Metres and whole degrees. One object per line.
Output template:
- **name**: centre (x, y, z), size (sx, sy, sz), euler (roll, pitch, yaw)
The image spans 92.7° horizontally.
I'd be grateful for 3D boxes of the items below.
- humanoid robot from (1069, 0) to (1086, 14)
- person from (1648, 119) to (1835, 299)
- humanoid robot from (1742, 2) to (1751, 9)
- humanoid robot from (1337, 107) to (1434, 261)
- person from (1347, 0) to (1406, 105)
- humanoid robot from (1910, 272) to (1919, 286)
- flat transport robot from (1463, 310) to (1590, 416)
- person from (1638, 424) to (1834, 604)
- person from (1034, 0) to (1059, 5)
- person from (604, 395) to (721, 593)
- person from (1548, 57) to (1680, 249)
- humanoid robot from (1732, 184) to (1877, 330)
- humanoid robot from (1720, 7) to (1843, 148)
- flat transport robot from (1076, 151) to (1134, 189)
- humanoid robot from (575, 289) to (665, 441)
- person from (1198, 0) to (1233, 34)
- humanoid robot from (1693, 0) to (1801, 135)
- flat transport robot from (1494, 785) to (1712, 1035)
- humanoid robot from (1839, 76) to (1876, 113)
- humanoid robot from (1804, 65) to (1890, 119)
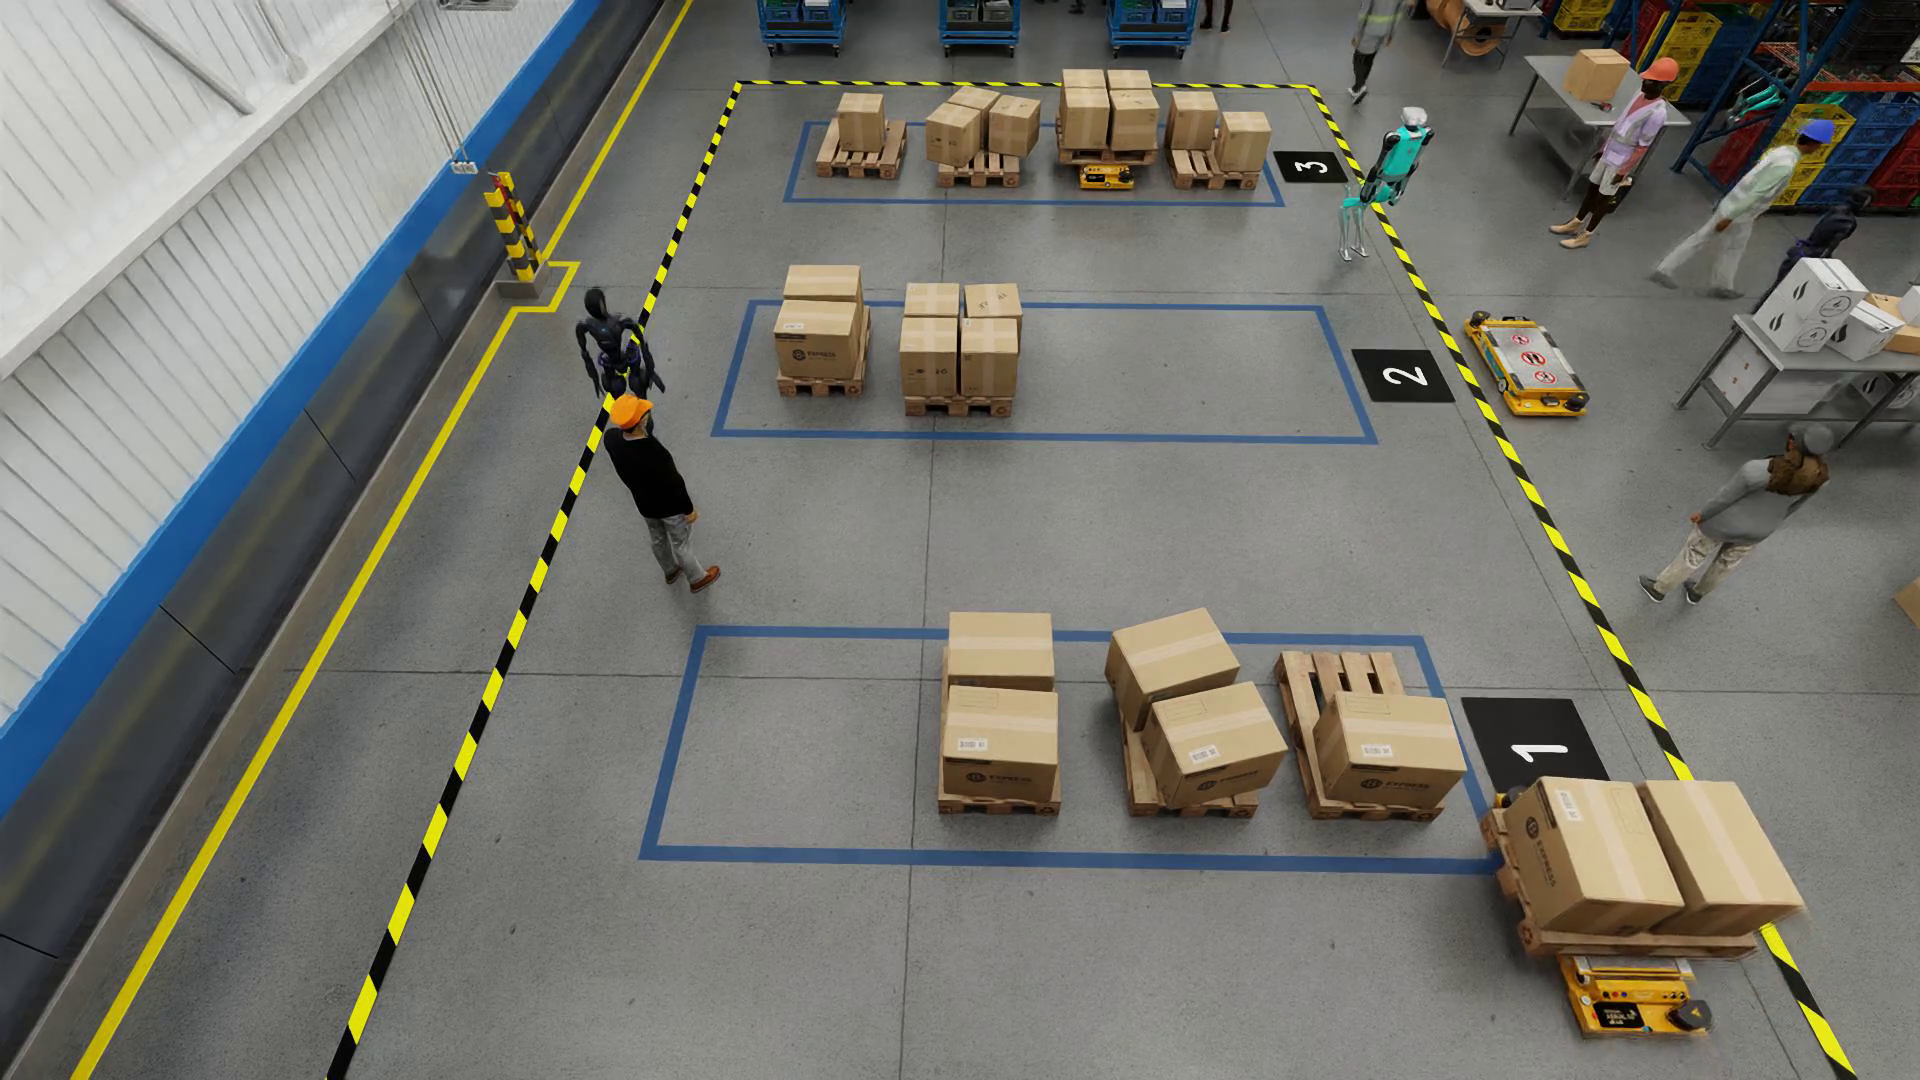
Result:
- **humanoid robot**: centre (1.951, -9.393, 14.726), size (0.327, 1.647, 0.601), euler (8, 50, 7)
- **person**: centre (8.064, -3.362, 9.382), size (1.003, 1.862, 0.617), euler (19, 52, 16)
- **humanoid robot**: centre (13.143, -9.573, 14.907), size (0.455, 1.640, 0.613), euler (37, 58, 27)
- **humanoid robot**: centre (4.431, -3.844, 9.804), size (0.533, 1.672, 0.735), euler (-13, 50, -11)
- **person**: centre (5.658, -6.885, 12.455), size (0.588, 1.838, 0.640), euler (-2, 49, -1)
- **humanoid robot**: centre (10.567, -3.353, 9.396), size (0.533, 1.696, 0.723), euler (4, 49, 4)
- **flat transport robot**: centre (5.573, -1.757, 9.054), size (0.659, 0.231, 1.431), euler (1, 49, 1)
- **person**: centre (5.665, -0.137, 6.659), size (0.560, 1.768, 0.398), euler (5, 49, 5)
- **person**: centre (1.467, -9.832, 14.941), size (0.627, 1.937, 0.377), euler (-15, 51, -12)
- **person**: centre (-2.199, -0.304, 6.728), size (0.587, 1.885, 0.361), euler (21, 52, 17)
- **person**: centre (7.123, -4.161, 9.962), size (0.375, 2.045, 0.604), euler (3, 49, 3)
- **humanoid robot**: centre (8.199, -2.655, 8.898), size (0.329, 1.659, 0.600), euler (18, 52, 15)
- **humanoid robot**: centre (10.140, -5.711, 11.467), size (0.692, 1.742, 0.530), euler (8, 50, 7)
- **flat transport robot**: centre (1.845, -4.982, 11.827), size (0.652, 0.197, 1.431), euler (1, 49, 1)
- **humanoid robot**: centre (-2.873, -1.480, 7.890), size (0.595, 1.644, 0.539), euler (-7, 50, -6)
- **person**: centre (4.101, -8.883, 14.120), size (0.621, 1.941, 0.462), euler (-13, 50, -11)
- **humanoid robot**: centre (10.297, -6.113, 11.890), size (0.379, 1.655, 0.589), euler (-1, 49, -1)
- **flat transport robot**: centre (3.882, 2.209, 5.603), size (0.652, 0.197, 1.431), euler (1, 49, 1)
- **humanoid robot**: centre (11.500, -5.902, 11.638), size (0.689, 1.746, 0.530), euler (34, 57, 26)
- **humanoid robot**: centre (10.942, -5.578, 11.404), size (0.828, 1.784, 0.532), euler (1, 49, 1)
